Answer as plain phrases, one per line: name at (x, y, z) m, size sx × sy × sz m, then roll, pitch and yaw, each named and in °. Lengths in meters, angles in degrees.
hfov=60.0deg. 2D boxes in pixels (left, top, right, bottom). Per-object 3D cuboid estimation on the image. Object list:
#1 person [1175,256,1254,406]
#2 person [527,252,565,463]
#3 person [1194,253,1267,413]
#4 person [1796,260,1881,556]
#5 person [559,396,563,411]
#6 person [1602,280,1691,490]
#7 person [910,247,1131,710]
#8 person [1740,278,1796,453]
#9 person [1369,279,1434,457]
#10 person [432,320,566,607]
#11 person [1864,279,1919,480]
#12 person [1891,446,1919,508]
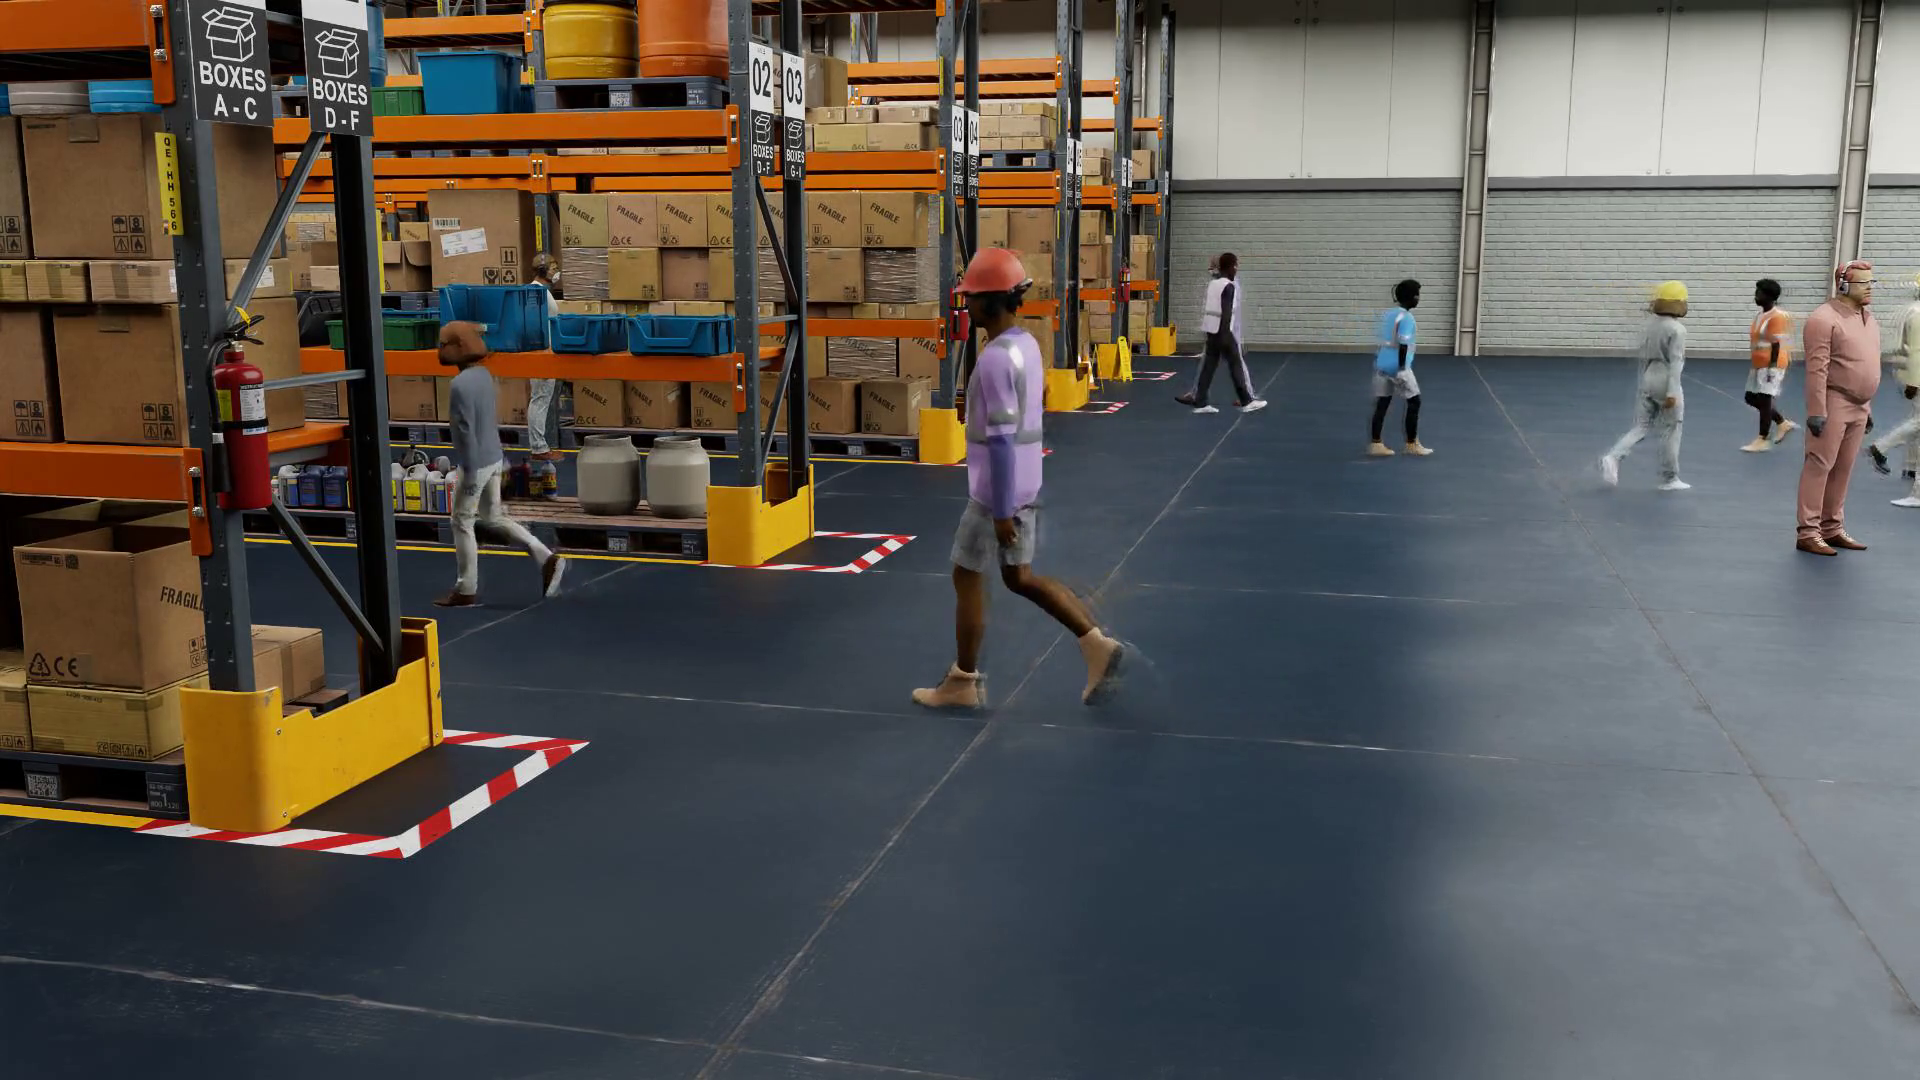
person at (3.200, -2.552, 20.417) m, size 0.962 × 1.848 × 0.631 m, roll -3°, pitch 11°, yaw -16°
person at (-3.850, -1.676, 15.348) m, size 0.376 × 1.931 × 0.626 m, roll -3°, pitch 11°, yaw -15°
person at (3.207, -2.440, 19.703) m, size 0.942 × 1.874 × 0.609 m, roll -3°, pitch 11°, yaw -14°
person at (5.773, -0.861, 10.876) m, size 0.638 × 1.910 × 0.407 m, roll -7°, pitch 12°, yaw -32°
person at (-5.183, -2.542, 19.920) m, size 0.983 × 2.000 × 0.640 m, roll 4°, pitch 11°, yaw 19°
person at (5.656, -1.248, 13.536) m, size 0.728 × 1.722 × 0.491 m, roll -3°, pitch 11°, yaw -18°
person at (0.249, -0.232, 7.101) m, size 0.890 × 2.020 × 0.615 m, roll 4°, pitch 11°, yaw 19°
person at (7.822, -1.673, 16.000) m, size 0.470 × 1.687 × 0.543 m, roll 1°, pitch 10°, yaw 4°
person at (4.186, -1.604, 15.615) m, size 0.686 × 1.665 × 0.549 m, roll -1°, pitch 10°, yaw -8°
person at (-2.595, -0.414, 9.220) m, size 0.678 × 1.608 × 0.510 m, roll 1°, pitch 10°, yaw 4°
person at (8.091, -1.391, 14.074) m, size 0.513 × 1.818 × 0.597 m, roll 6°, pitch 12°, yaw 30°
person at (7.566, -1.015, 12.539) m, size 0.755 × 1.605 × 0.522 m, roll 6°, pitch 12°, yaw 30°
